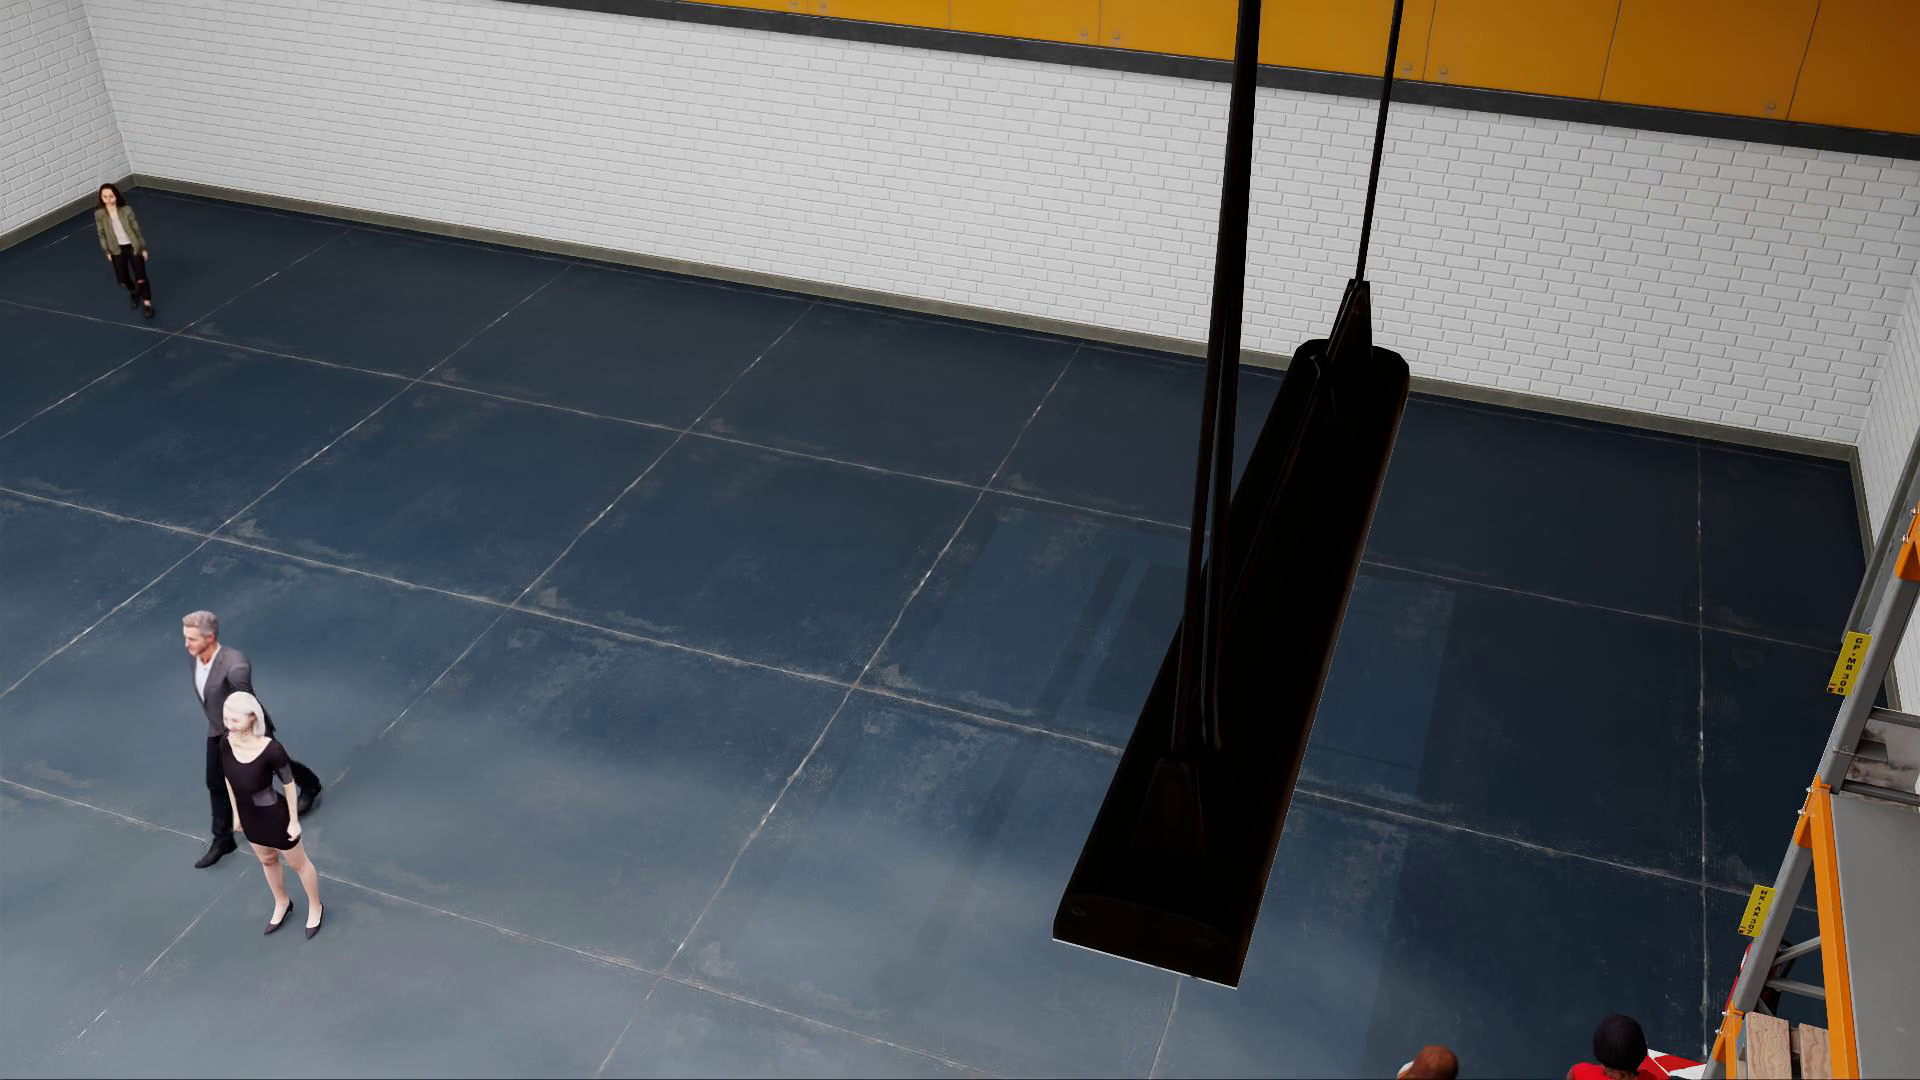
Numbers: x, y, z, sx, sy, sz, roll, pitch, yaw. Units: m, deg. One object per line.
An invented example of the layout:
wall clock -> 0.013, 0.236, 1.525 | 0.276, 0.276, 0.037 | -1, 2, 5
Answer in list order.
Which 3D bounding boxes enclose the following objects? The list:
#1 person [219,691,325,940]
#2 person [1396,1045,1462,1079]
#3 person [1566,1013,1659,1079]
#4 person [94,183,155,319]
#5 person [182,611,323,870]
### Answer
person -> -4.170, 1.659, 10.028 | 0.612, 1.829, 0.542 | 6, 34, 9
person -> 2.159, 3.046, 8.058 | 0.745, 1.701, 0.586 | -1, 34, -1
person -> 3.087, 3.040, 8.046 | 0.649, 1.724, 0.668 | 8, 34, 12
person -> -8.738, -3.060, 17.456 | 0.730, 1.466, 0.784 | -11, 35, -15
person -> -4.598, 1.191, 10.769 | 0.861, 1.789, 1.242 | 18, 38, 25
